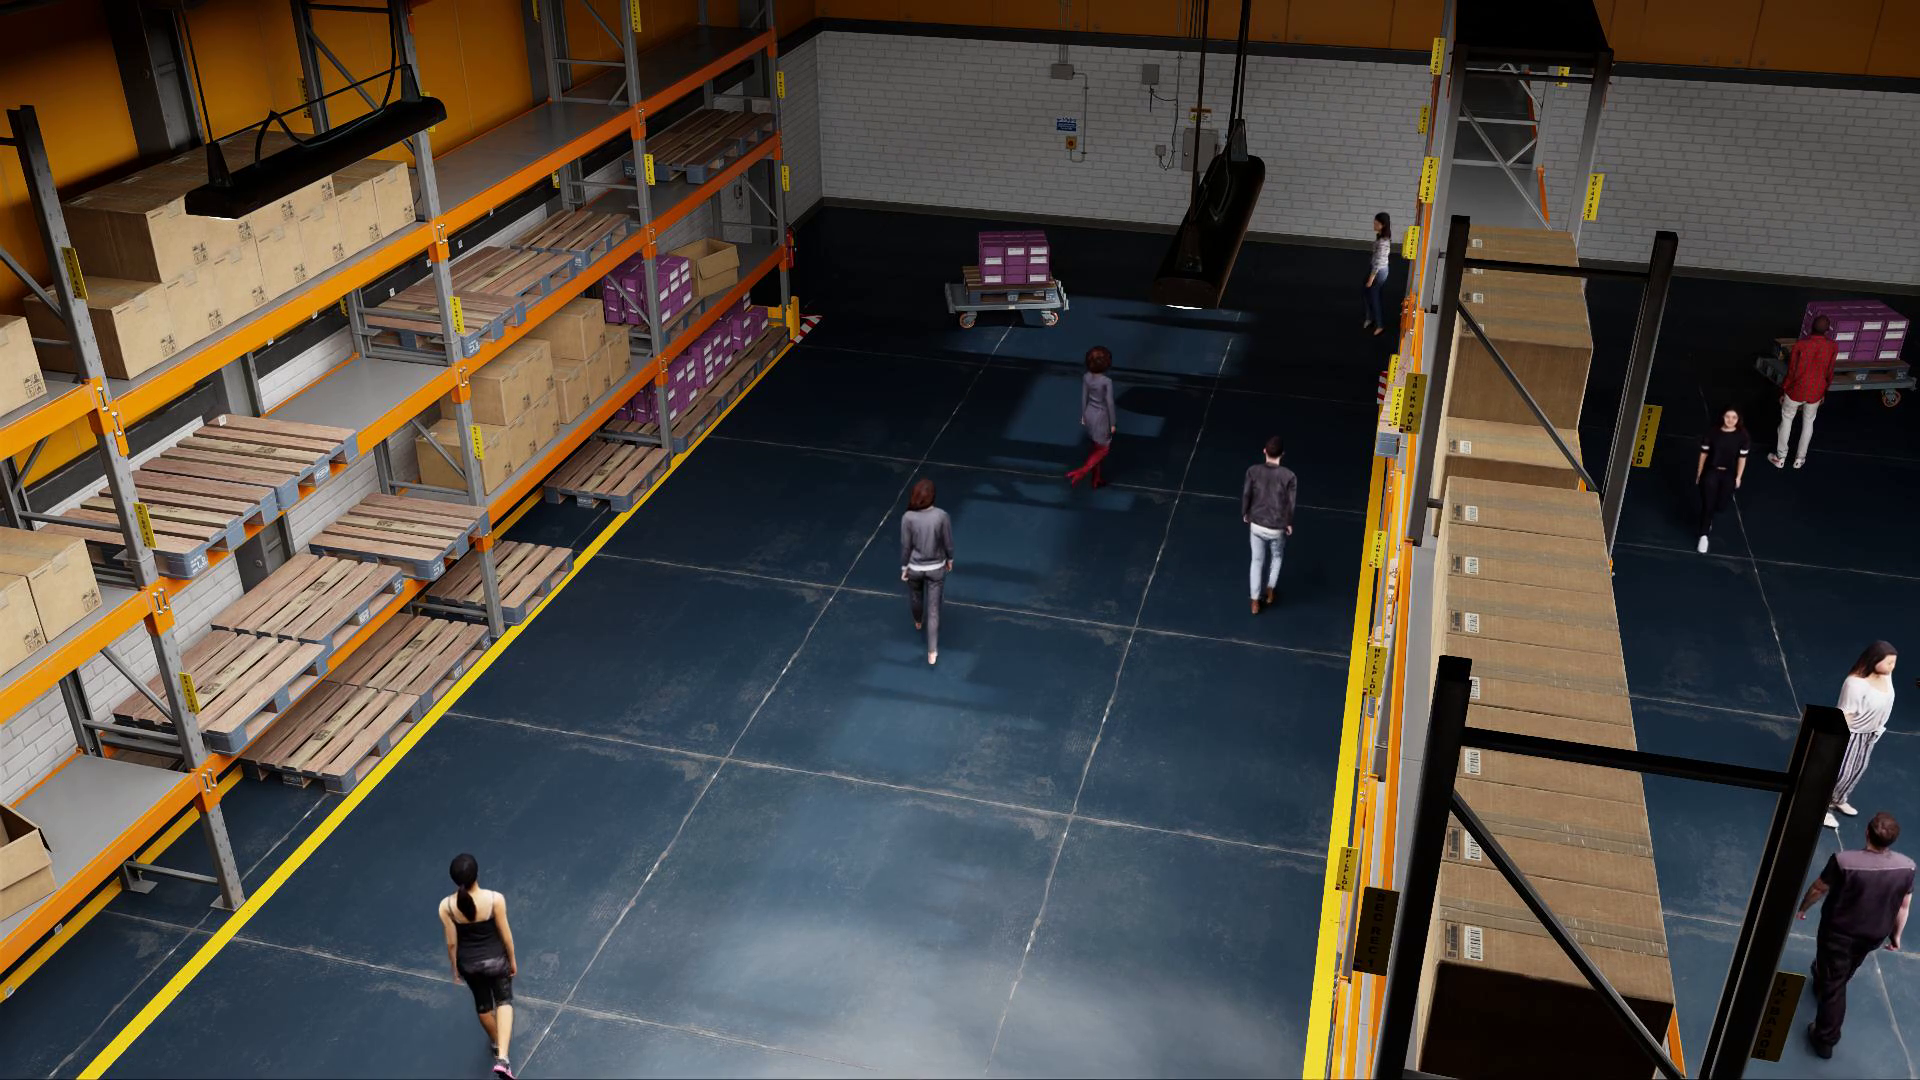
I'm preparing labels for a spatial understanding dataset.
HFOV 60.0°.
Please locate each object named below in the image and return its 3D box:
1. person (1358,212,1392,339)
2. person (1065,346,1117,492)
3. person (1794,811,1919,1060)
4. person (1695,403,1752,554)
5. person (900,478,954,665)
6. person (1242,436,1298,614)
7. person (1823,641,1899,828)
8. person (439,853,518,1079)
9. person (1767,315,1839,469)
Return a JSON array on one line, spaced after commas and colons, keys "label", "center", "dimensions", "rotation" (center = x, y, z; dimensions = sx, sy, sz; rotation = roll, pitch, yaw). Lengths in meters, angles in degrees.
[{"label": "person", "center": [5.652, -3.485, 22.113], "dimensions": [0.705, 1.766, 0.599], "rotation": [10, 30, 18]}, {"label": "person", "center": [1.453, -1.258, 18.108], "dimensions": [1.030, 1.692, 0.900], "rotation": [-23, 36, -35]}, {"label": "person", "center": [5.854, 2.621, 10.867], "dimensions": [0.830, 1.817, 1.095], "rotation": [4, 29, 7]}, {"label": "person", "center": [7.808, -0.682, 17.123], "dimensions": [0.618, 1.625, 0.813], "rotation": [9, 30, 16]}, {"label": "person", "center": [-0.301, 0.311, 15.206], "dimensions": [0.818, 1.717, 1.191], "rotation": [1, 29, 1]}, {"label": "person", "center": [2.919, -0.102, 15.853], "dimensions": [0.706, 1.822, 0.709], "rotation": [10, 30, 18]}, {"label": "person", "center": [7.035, 1.485, 13.096], "dimensions": [0.772, 1.676, 0.852], "rotation": [-20, 34, -32]}, {"label": "person", "center": [-3.069, 2.778, 10.689], "dimensions": [0.826, 1.711, 0.995], "rotation": [-7, 29, -12]}, {"label": "person", "center": [9.528, -1.681, 18.751], "dimensions": [0.651, 1.819, 0.568], "rotation": [7, 29, 13]}]
